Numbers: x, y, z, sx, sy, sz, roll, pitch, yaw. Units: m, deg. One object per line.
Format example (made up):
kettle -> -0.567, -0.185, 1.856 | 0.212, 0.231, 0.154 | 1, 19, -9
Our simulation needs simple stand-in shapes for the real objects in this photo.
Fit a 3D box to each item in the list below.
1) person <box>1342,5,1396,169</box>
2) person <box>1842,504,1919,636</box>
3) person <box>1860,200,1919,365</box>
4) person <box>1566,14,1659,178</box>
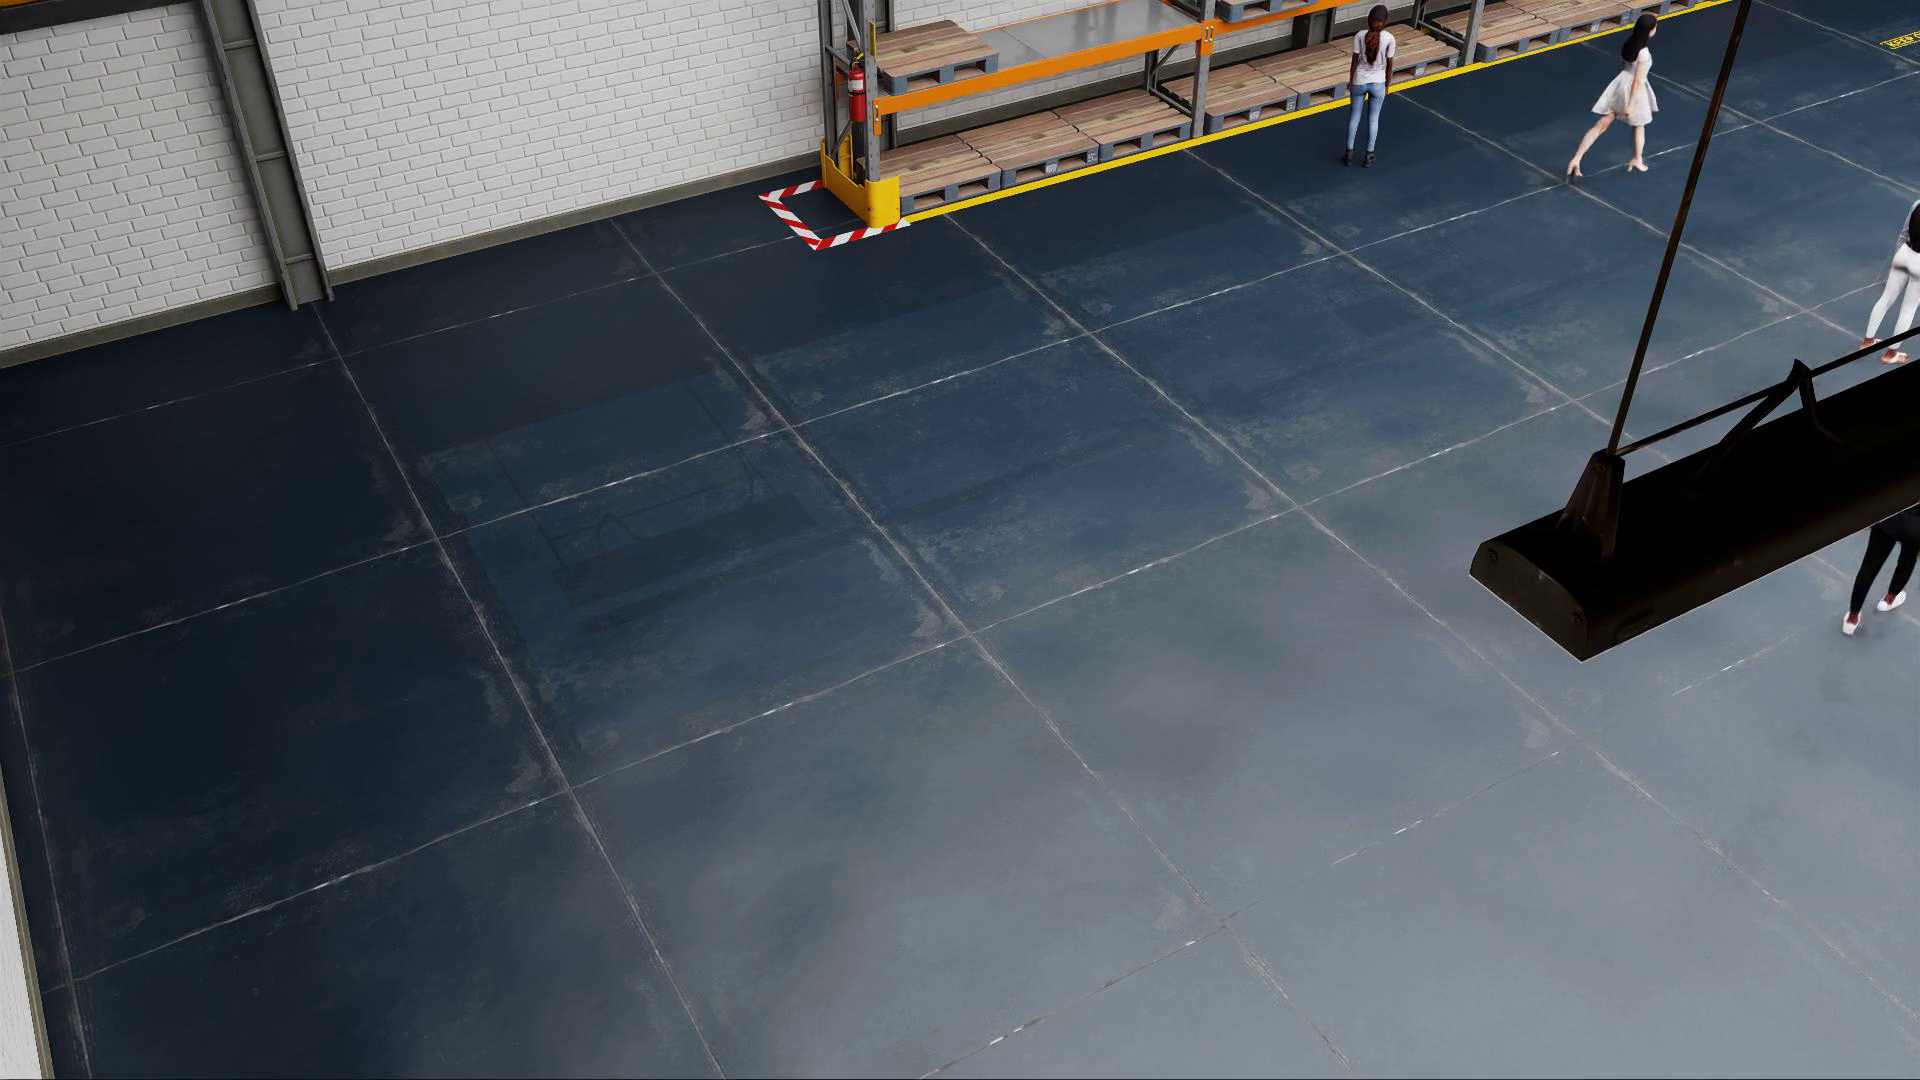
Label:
person -> 4.253, -4.728, 17.309 | 0.665, 1.719, 0.724 | 10, 40, 12
person -> 6.467, -0.050, 11.460 | 0.800, 1.710, 0.992 | 26, 45, 29
person -> 8.219, -2.350, 14.329 | 0.510, 1.722, 0.605 | -17, 42, -20
person -> 6.702, -4.464, 16.979 | 1.269, 1.719, 0.864 | -8, 39, -10
